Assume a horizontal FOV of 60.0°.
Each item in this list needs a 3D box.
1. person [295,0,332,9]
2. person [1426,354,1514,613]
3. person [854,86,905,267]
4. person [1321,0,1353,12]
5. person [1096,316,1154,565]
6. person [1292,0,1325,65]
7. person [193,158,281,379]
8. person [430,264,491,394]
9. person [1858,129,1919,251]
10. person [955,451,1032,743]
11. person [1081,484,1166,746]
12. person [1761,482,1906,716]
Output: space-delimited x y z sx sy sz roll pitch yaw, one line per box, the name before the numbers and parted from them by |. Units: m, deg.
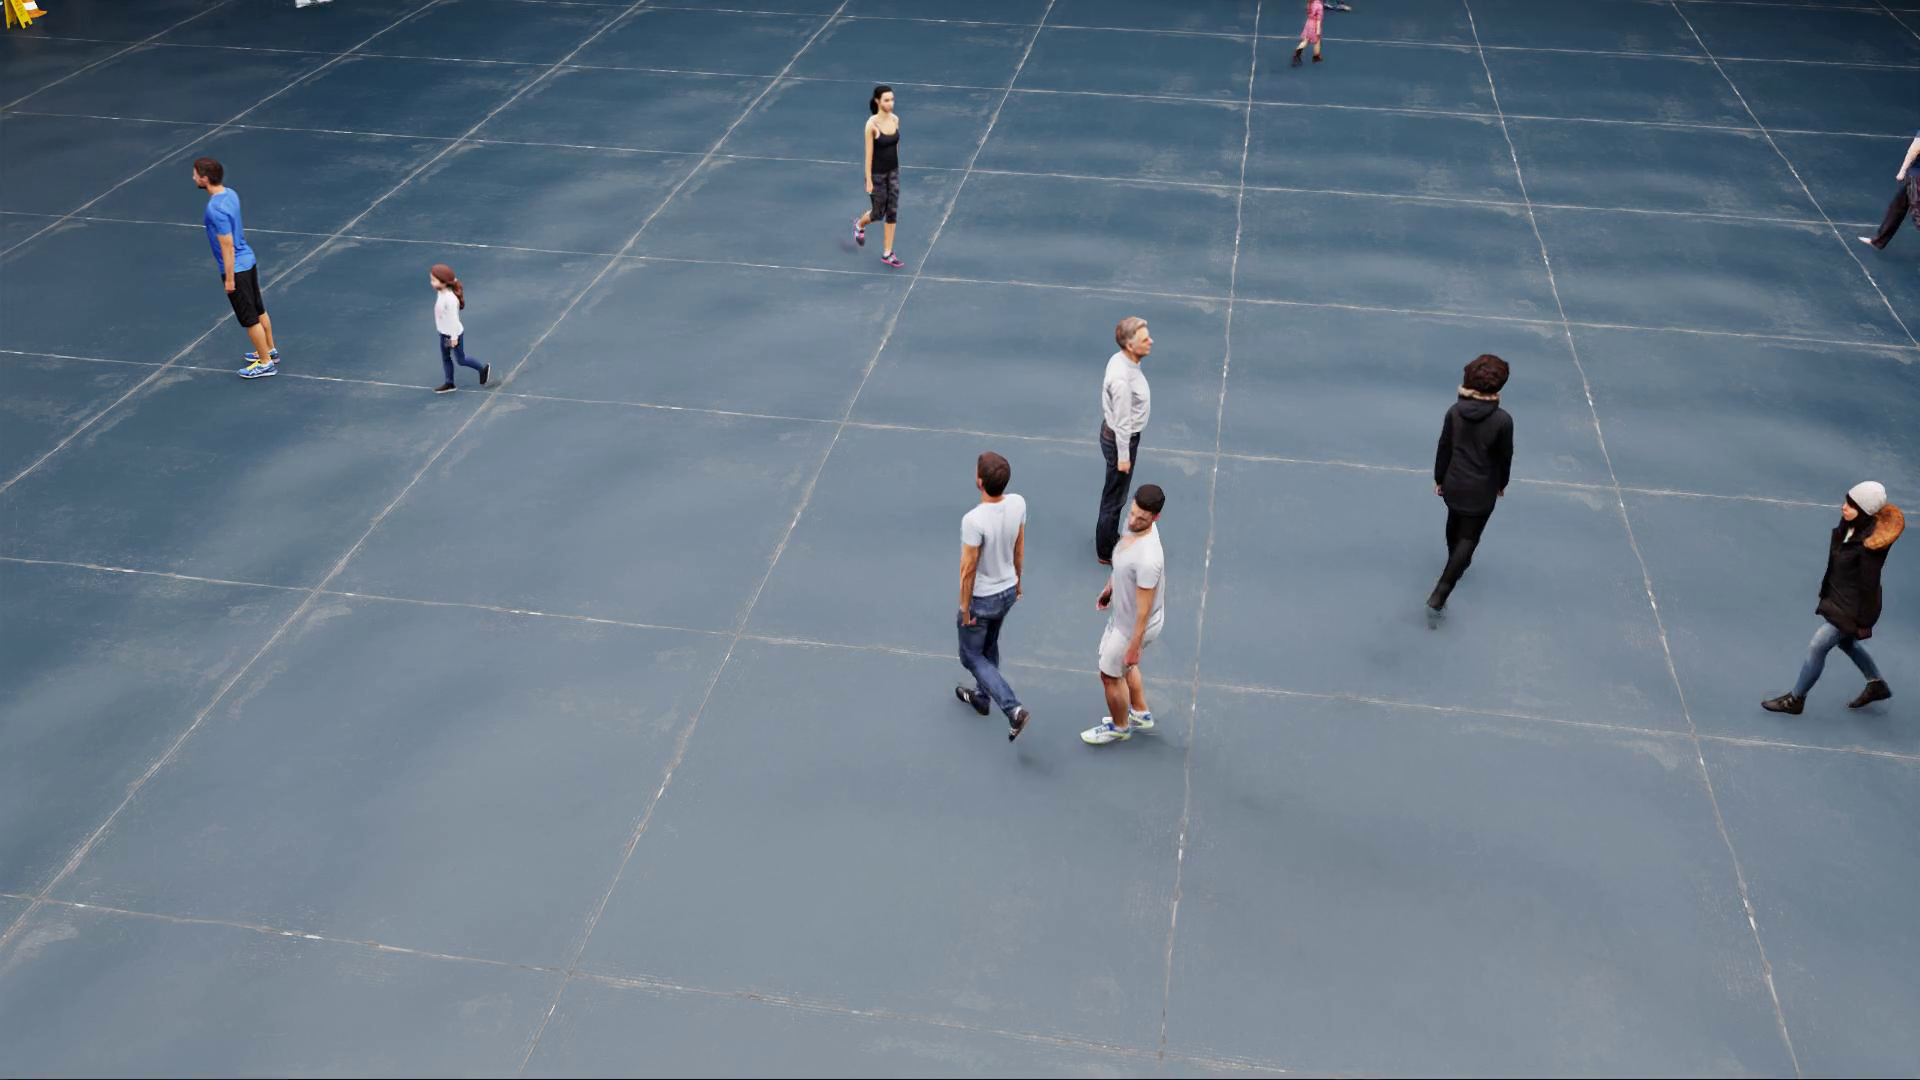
person | -9.583 -8.505 23.807 0.853 1.725 0.856 22 38 30
person | 3.300 -0.326 10.817 1.148 1.750 1.009 22 38 31
person | -0.799 -3.480 15.854 0.882 1.710 0.996 -27 41 -36
person | 5.328 -8.250 23.804 0.668 1.295 0.473 5 33 9
person | 1.103 -0.692 11.333 0.557 1.818 0.658 3 32 5
person | 4.550 -6.676 21.578 0.769 1.008 0.682 -18 36 -25
person | -5.982 -2.259 13.772 0.656 1.866 0.679 -5 33 -7
person | -4.143 -1.731 13.652 0.734 1.102 0.697 -24 39 -33
person | 9.172 -3.427 15.665 1.232 1.823 1.225 -17 36 -25
person | 0.220 0.351 9.651 0.992 1.850 1.087 -24 39 -33
person | 1.060 0.455 9.526 0.739 1.808 0.777 2 32 3
person | 5.337 0.386 9.831 0.981 1.597 0.651 4 33 7
